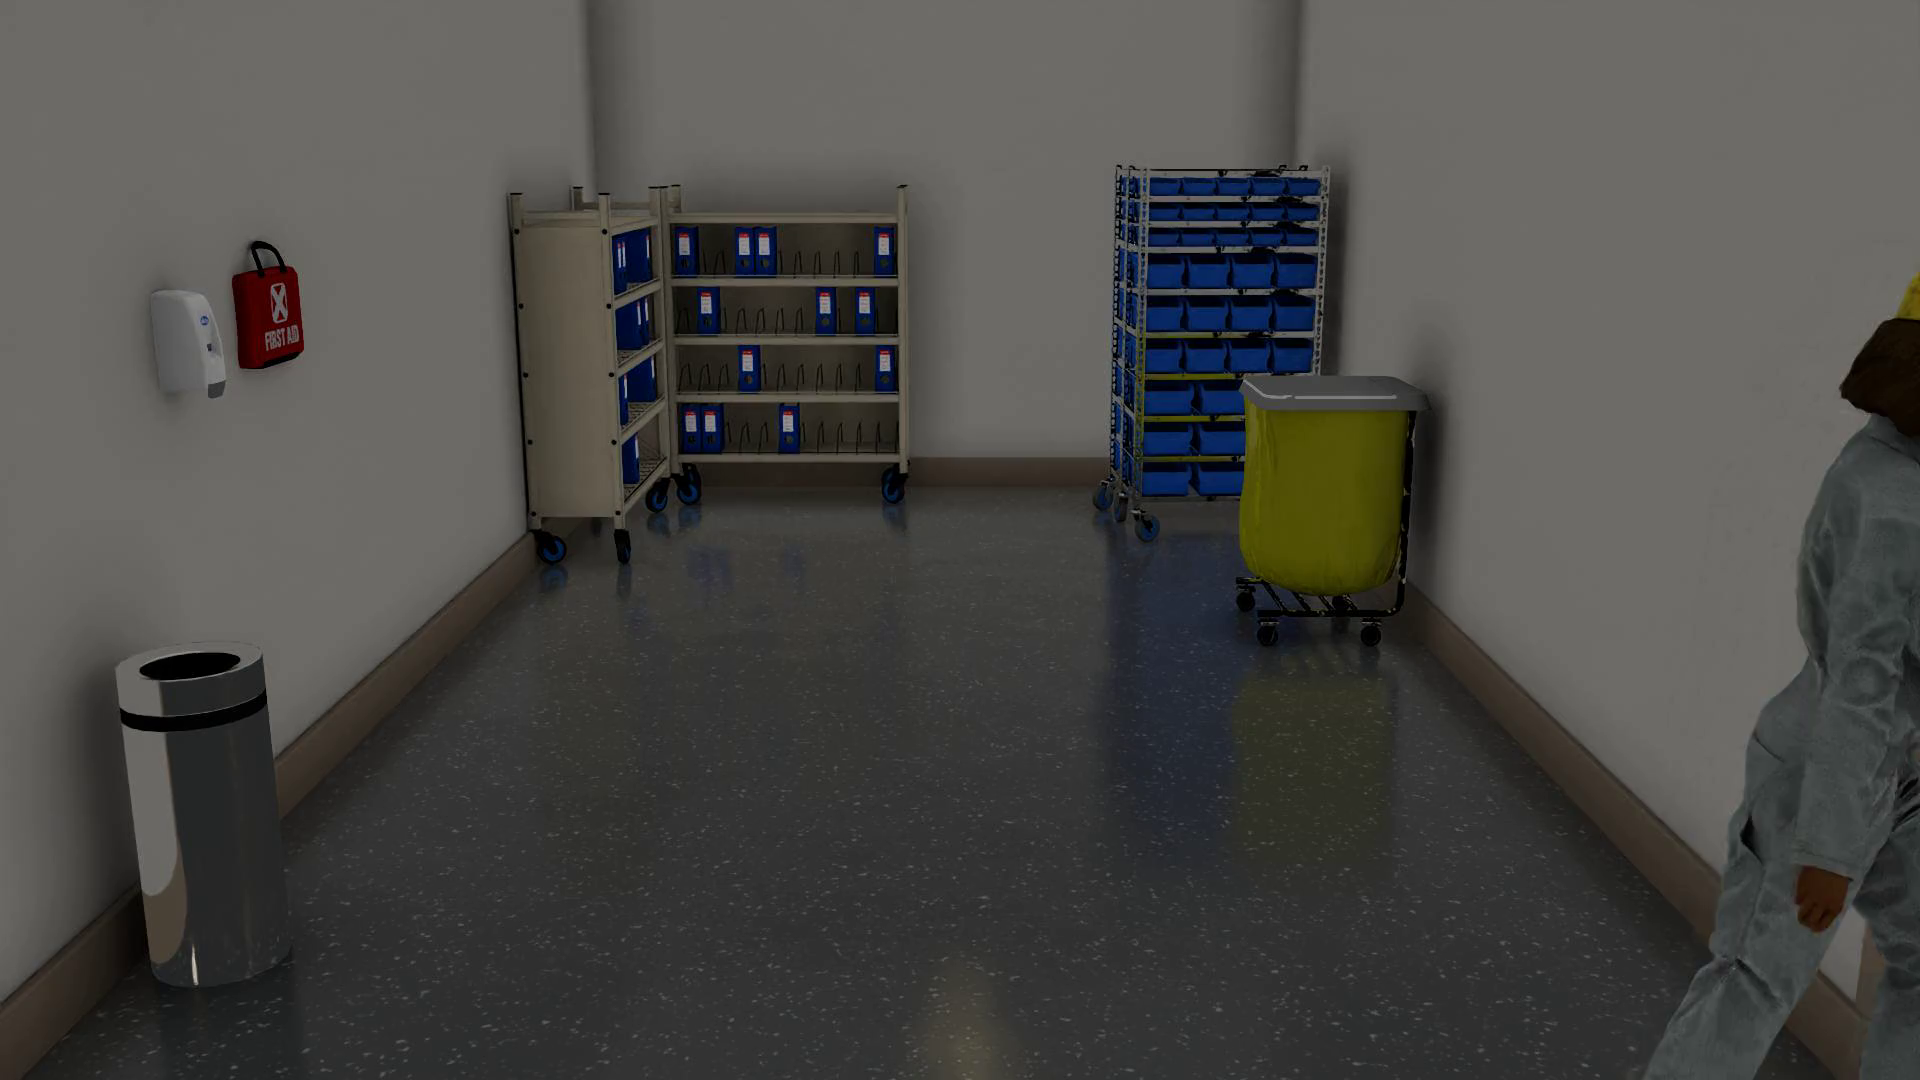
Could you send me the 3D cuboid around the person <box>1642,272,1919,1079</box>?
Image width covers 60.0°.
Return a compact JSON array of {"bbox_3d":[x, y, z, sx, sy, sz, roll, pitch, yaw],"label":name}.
[{"bbox_3d":[1.422,0.401,2.589,0.694,1.698,0.527,8,16,31],"label":"person"}]
